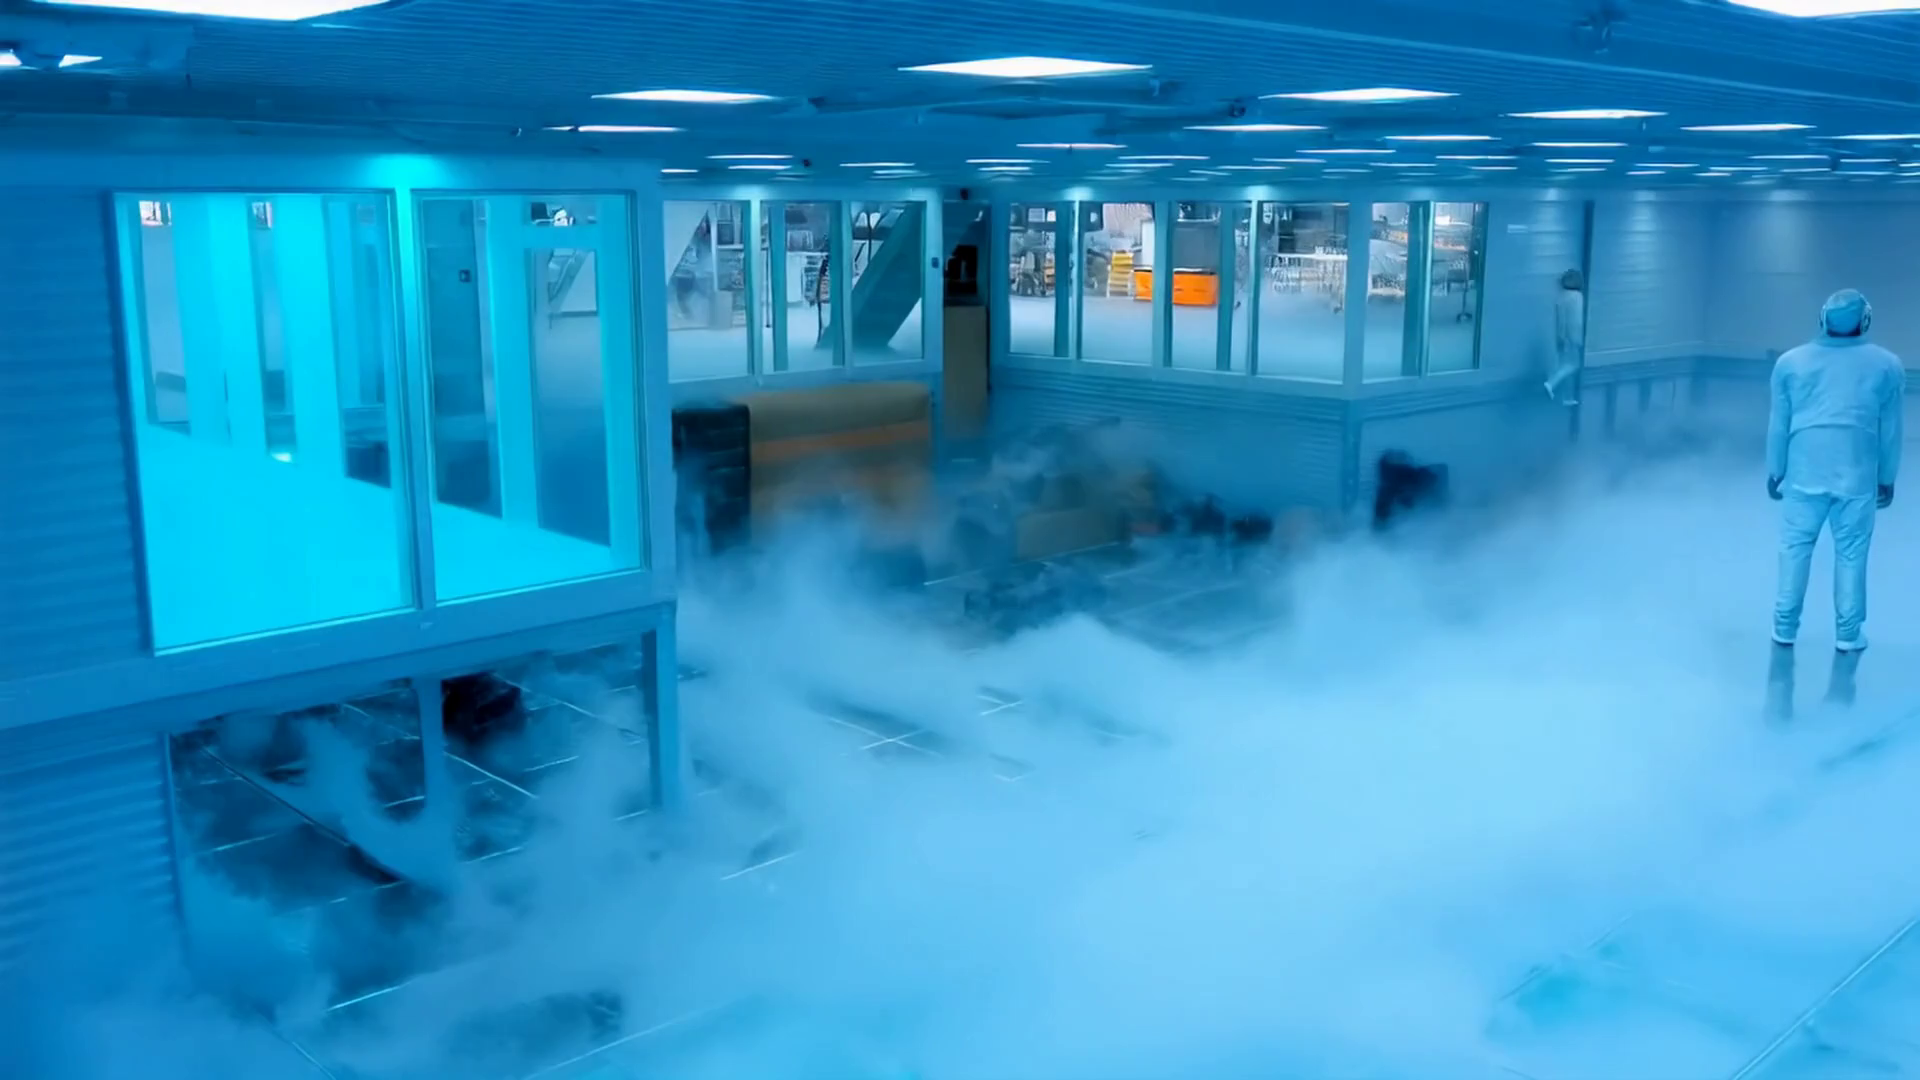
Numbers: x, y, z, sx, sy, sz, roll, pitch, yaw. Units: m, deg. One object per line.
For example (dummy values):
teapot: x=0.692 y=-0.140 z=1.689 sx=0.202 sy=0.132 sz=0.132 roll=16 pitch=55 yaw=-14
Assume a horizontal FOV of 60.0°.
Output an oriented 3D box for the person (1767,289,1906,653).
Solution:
person: x=4.590 y=-0.358 z=8.762 sx=0.642 sy=1.909 sz=0.410 roll=7 pitch=13 yaw=30

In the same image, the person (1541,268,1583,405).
person: x=7.109 y=-2.378 z=19.567 sx=0.504 sy=1.617 sz=0.521 roll=-4 pitch=12 yaw=-17
